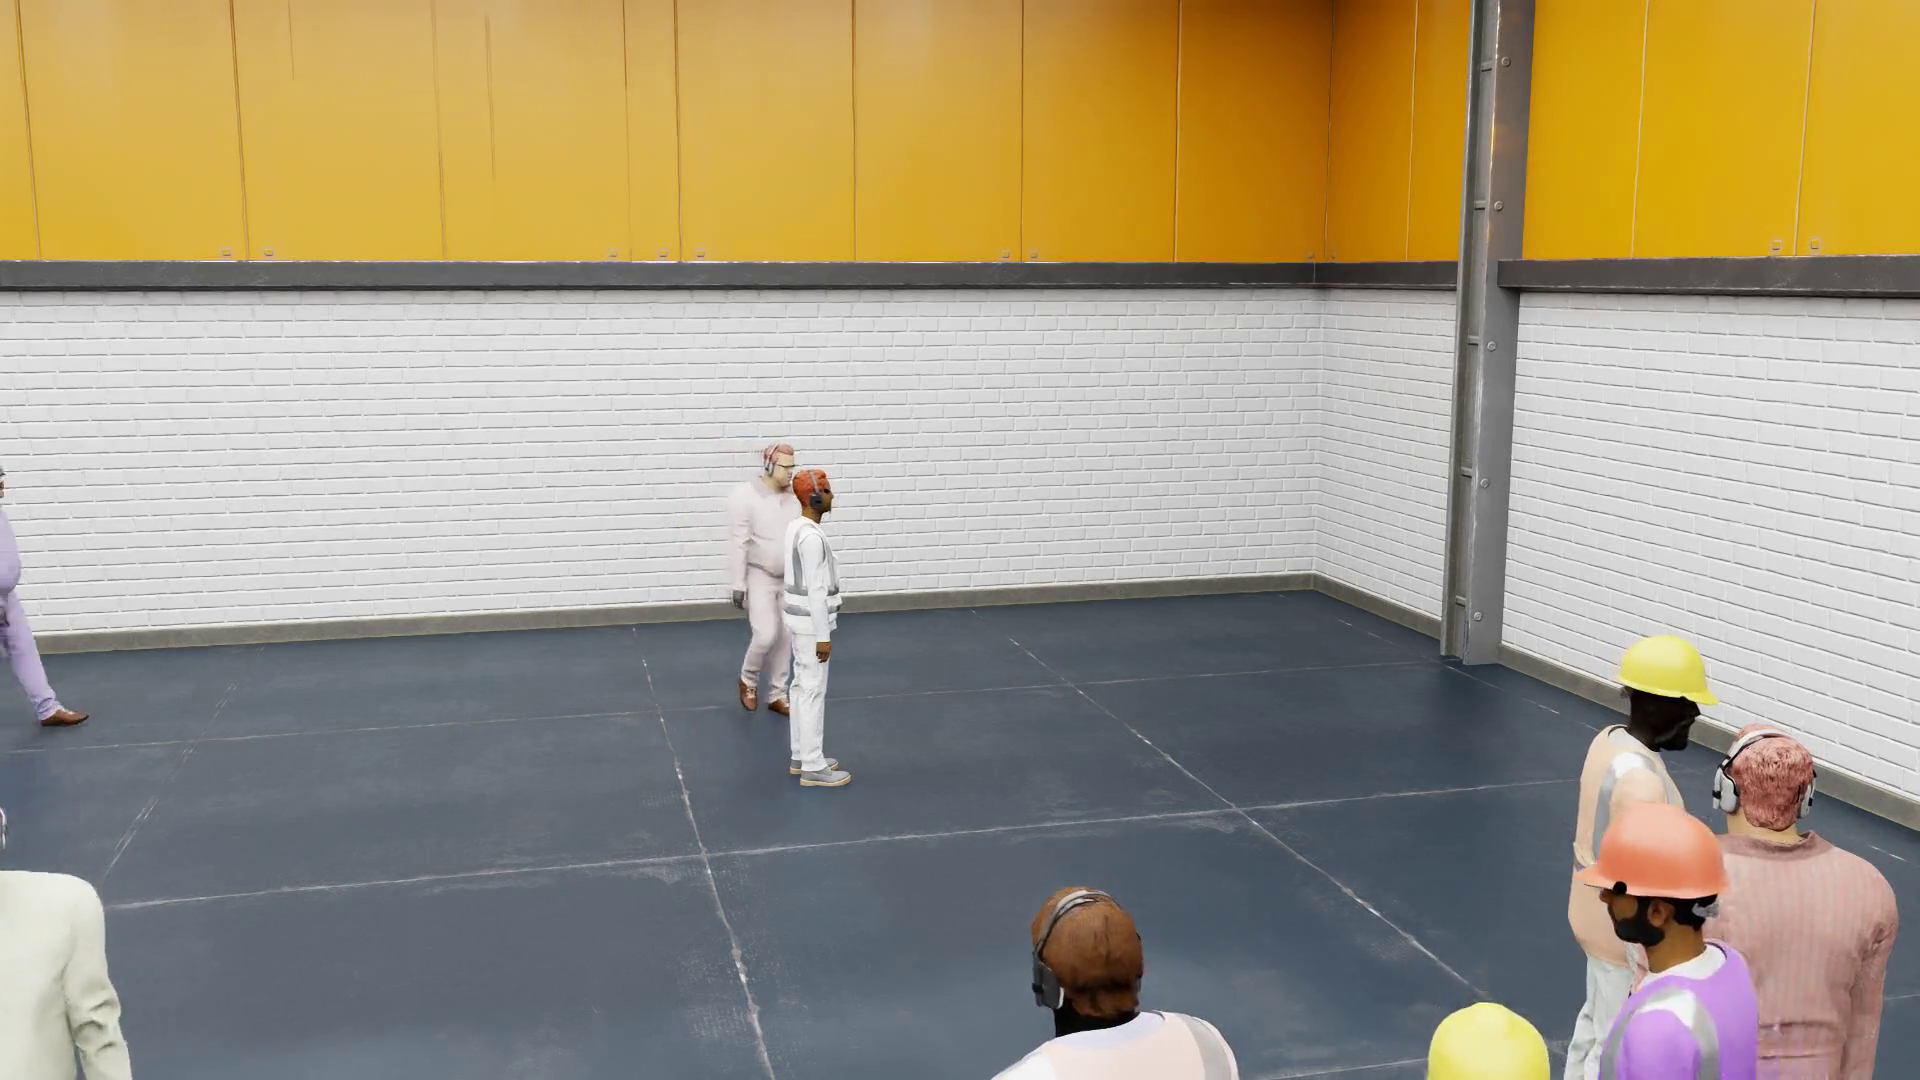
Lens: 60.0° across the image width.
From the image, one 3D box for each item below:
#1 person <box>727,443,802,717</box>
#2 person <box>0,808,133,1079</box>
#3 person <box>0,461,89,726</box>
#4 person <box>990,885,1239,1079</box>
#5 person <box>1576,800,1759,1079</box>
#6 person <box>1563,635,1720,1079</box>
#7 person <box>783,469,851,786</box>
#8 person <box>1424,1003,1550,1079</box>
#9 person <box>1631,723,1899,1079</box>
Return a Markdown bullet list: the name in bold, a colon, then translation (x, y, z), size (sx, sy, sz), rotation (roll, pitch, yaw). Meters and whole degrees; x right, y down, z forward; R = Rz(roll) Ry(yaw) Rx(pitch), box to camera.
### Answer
- **person**: translation (-1.264, 0.280, 11.353), size (0.656, 1.884, 0.425), rotation (-8, 12, -41)
- **person**: translation (-2.289, 1.428, 3.891), size (0.634, 1.979, 0.672), rotation (-7, 11, -37)
- **person**: translation (-6.403, 0.372, 10.910), size (1.011, 1.865, 0.639), rotation (-1, 9, -8)
- **person**: translation (0.257, 1.588, 3.335), size (0.633, 1.839, 0.429), rotation (-6, 11, -34)
- **person**: translation (1.489, 1.495, 3.749), size (0.946, 1.885, 0.561), rotation (9, 12, 43)
- **person**: translation (2.123, 1.240, 5.244), size (0.382, 1.923, 0.593), rotation (2, 9, 12)
- **person**: translation (-0.869, 0.515, 9.892), size (0.352, 1.884, 0.579), rotation (-3, 9, -17)
- **person**: translation (0.945, 1.674, 2.997), size (0.591, 1.787, 0.949), rotation (1, 9, 7)
- **person**: translation (1.994, 1.407, 4.259), size (0.644, 1.908, 0.408), rotation (-1, 9, -3)
